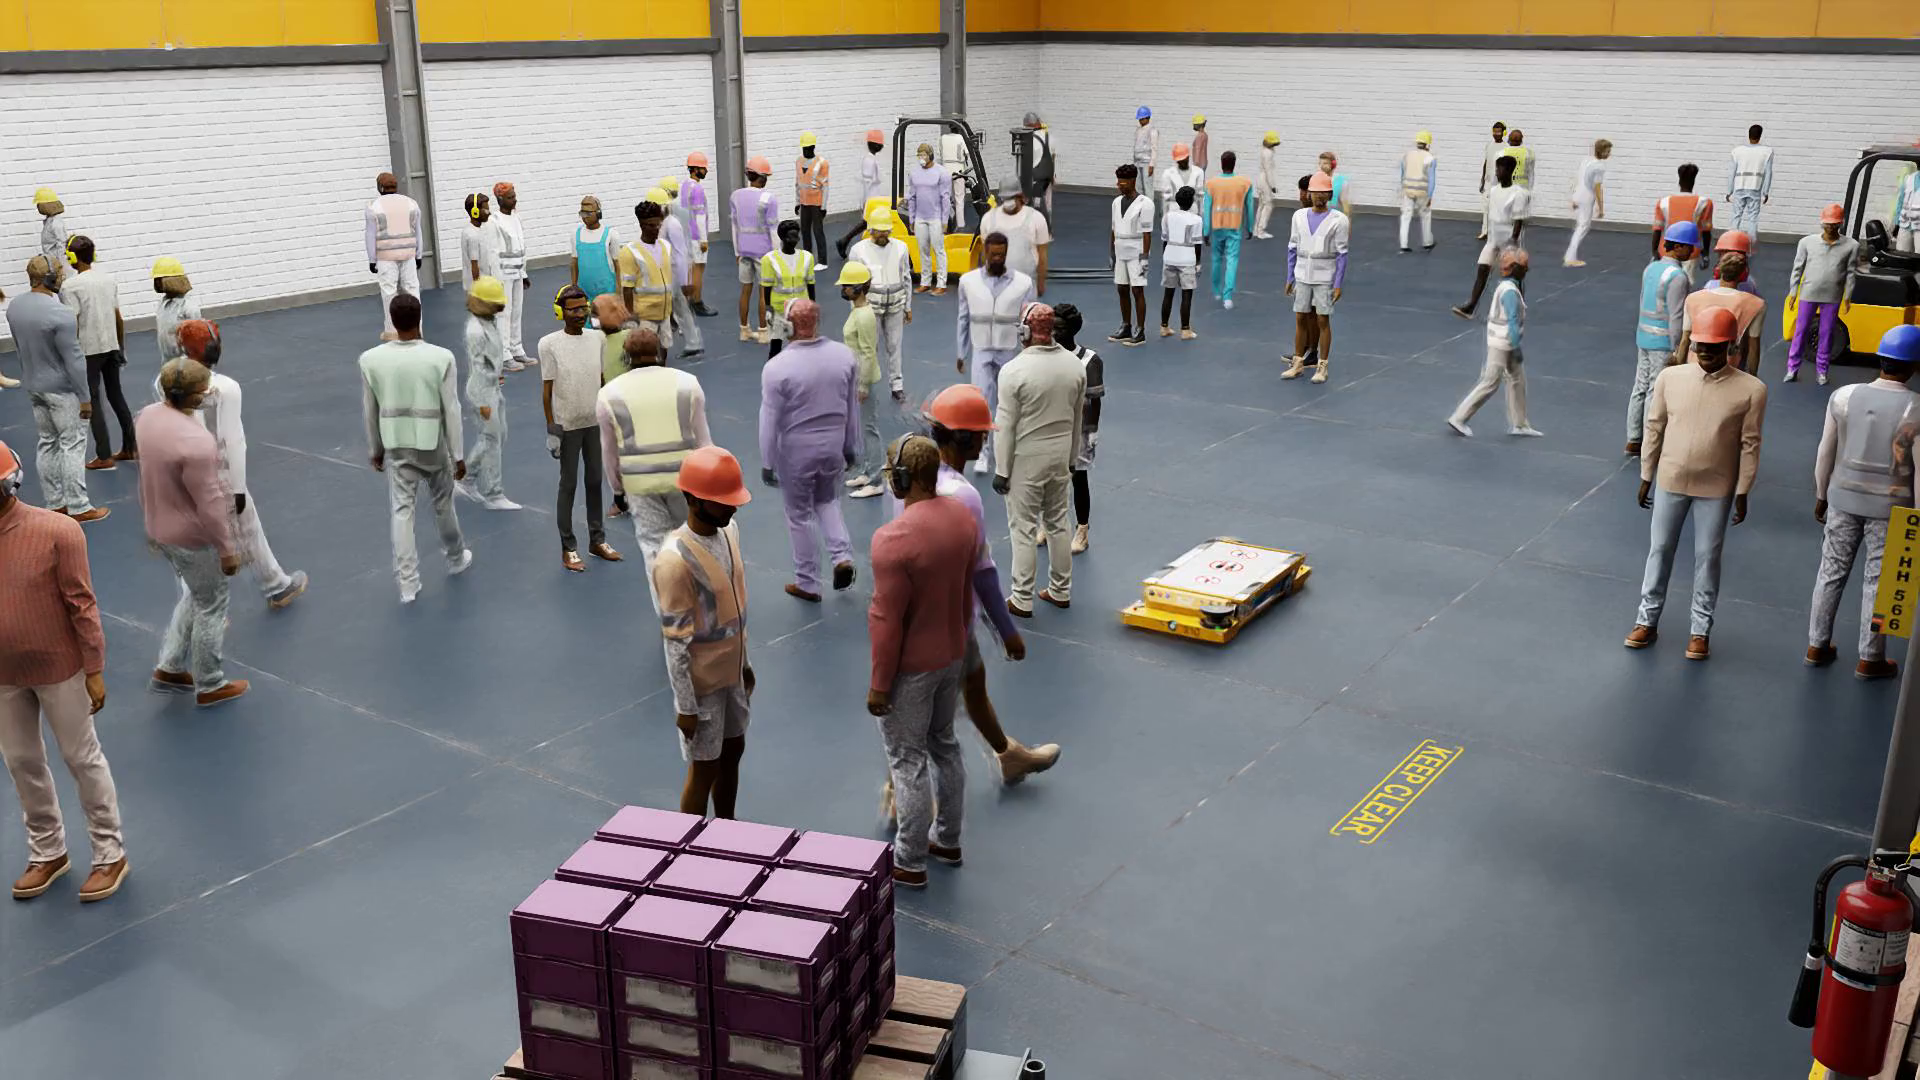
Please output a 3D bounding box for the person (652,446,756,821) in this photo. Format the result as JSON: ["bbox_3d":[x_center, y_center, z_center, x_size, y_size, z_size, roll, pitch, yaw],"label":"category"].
[{"bbox_3d":[-0.992,0.544,6.755,0.390,1.923,0.549,6,19,18],"label":"person"}]

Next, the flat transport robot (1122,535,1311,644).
[{"bbox_3d":[1.610,0.276,10.255,0.652,0.197,1.431,11,21,30],"label":"flat transport robot"}]

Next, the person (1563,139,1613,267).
[{"bbox_3d":[8.861,-4.745,23.484,0.474,1.802,0.559,-1,18,-2],"label":"person"}]

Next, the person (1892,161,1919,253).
[{"bbox_3d":[11.854,-3.904,20.618,0.404,1.945,0.616,-8,19,-23],"label":"person"}]

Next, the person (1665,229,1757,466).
[{"bbox_3d":[5.931,-1.486,13.137,0.597,1.910,0.754,-15,23,-39],"label":"person"}]

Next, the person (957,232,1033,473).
[{"bbox_3d":[0.283,-1.455,13.075,0.620,1.877,0.940,0,18,0],"label":"person"}]

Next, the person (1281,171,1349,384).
[{"bbox_3d":[3.461,-2.557,16.243,0.610,2.048,0.362,13,22,35],"label":"person"}]

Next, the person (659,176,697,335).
[{"bbox_3d":[-3.238,-3.191,18.683,0.527,1.767,0.331,6,19,17],"label":"person"}]

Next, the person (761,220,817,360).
[{"bbox_3d":[-1.601,-2.163,15.605,0.546,1.690,0.323,-8,20,-24],"label":"person"}]

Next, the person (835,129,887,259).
[{"bbox_3d":[-1.368,-4.958,23.987,0.808,1.908,0.566,-2,18,-5],"label":"person"}]

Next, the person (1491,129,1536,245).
[{"bbox_3d":[8.179,-5.152,24.694,0.619,1.845,0.430,3,18,9],"label":"person"}]

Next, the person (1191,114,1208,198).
[{"bbox_3d":[4.216,-6.663,29.567,0.367,1.756,0.540,8,19,23],"label":"person"}]

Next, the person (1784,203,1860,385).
[{"bbox_3d":[8.391,-2.393,16.204,0.574,1.749,0.333,8,19,23],"label":"person"}]

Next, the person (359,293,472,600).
[{"bbox_3d":[-3.402,-0.611,10.439,0.611,1.900,0.723,-1,18,-2],"label":"person"}]

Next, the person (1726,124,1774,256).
[{"bbox_3d":[11.676,-5.173,24.643,0.587,1.914,0.391,9,20,27],"label":"person"}]

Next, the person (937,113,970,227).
[{"bbox_3d":[-0.087,-5.939,27.016,0.588,1.927,0.371,9,20,26],"label":"person"}]

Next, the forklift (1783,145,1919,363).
[{"bbox_3d":[9.803,-2.879,17.013,2.313,2.155,1.214,12,21,33],"label":"forklift"}]

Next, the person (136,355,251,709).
[{"bbox_3d":[-3.939,-0.015,8.540,0.665,1.907,0.398,15,23,38],"label":"person"}]

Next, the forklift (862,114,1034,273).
[{"bbox_3d":[-0.171,-4.594,22.377,2.313,2.155,1.214,1,18,3],"label":"forklift"}]

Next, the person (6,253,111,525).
[{"bbox_3d":[-6.359,-1.047,11.722,0.635,1.928,0.382,8,20,25],"label":"person"}]

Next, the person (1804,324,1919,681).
[{"bbox_3d":[4.962,-0.202,9.038,0.399,1.945,0.615,-14,22,-36],"label":"person"}]

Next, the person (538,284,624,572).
[{"bbox_3d":[-2.467,-0.736,10.834,0.328,1.872,0.513,16,24,41],"label":"person"}]

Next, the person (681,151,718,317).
[{"bbox_3d":[-3.116,-3.644,19.826,0.374,1.933,0.550,-9,20,-25],"label":"person"}]

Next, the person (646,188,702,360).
[{"bbox_3d":[-3.100,-2.717,17.162,0.884,1.784,0.589,-7,19,-22],"label":"person"}]

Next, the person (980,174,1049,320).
[{"bbox_3d":[0.525,-2.638,16.508,0.680,2.000,0.707,4,18,12],"label":"person"}]

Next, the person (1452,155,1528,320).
[{"bbox_3d":[6.308,-3.532,19.507,0.987,1.909,0.627,-8,20,-25],"label":"person"}]

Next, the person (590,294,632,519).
[{"bbox_3d":[-2.511,-0.953,11.923,0.526,1.612,0.573,15,23,40],"label":"person"}]

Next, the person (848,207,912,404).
[{"bbox_3d":[-0.729,-2.160,15.379,0.601,1.818,0.403,-6,19,-19],"label":"person"}]

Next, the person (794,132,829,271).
[{"bbox_3d":[-2.082,-4.728,23.253,0.596,1.917,0.398,14,23,38],"label":"person"}]

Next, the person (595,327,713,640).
[{"bbox_3d":[-1.766,-0.339,9.703,0.658,1.807,0.658,-5,18,-15],"label":"person"}]

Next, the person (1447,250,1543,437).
[{"bbox_3d":[4.601,-1.659,14.143,0.773,1.604,0.522,6,19,19],"label":"person"}]

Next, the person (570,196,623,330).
[{"bbox_3d":[-3.501,-2.385,16.032,0.518,1.844,0.332,3,18,10],"label":"person"}]

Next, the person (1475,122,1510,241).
[{"bbox_3d":[8.399,-5.622,26.141,0.334,1.860,0.509,-14,22,-37],"label":"person"}]
